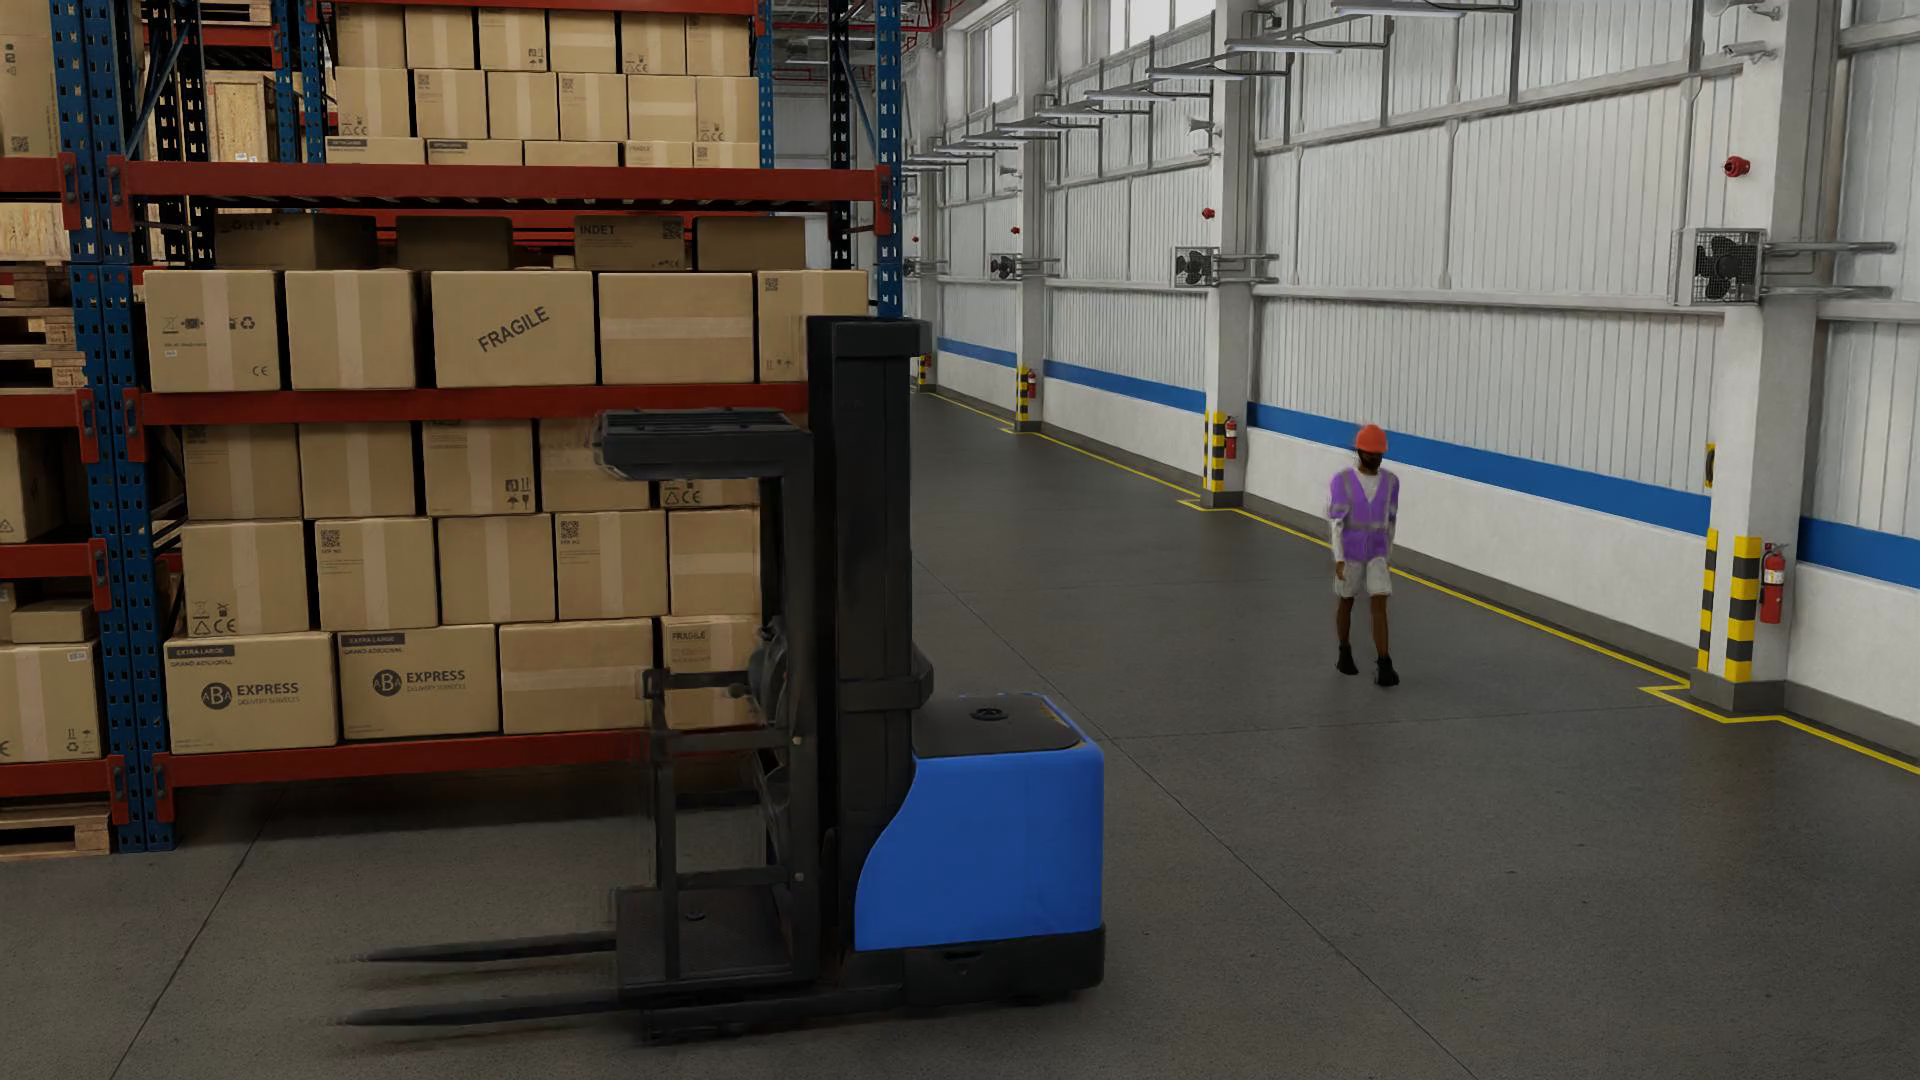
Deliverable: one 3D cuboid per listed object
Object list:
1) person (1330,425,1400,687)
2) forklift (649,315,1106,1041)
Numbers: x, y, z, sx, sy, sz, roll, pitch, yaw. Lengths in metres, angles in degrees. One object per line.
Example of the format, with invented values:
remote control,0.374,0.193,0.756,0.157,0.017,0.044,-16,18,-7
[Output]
person,2.962,0.117,12.087,0.550,1.886,0.977,-1,9,-4
forklift,-0.400,0.466,6.959,1.873,2.768,1.129,-2,10,-12
